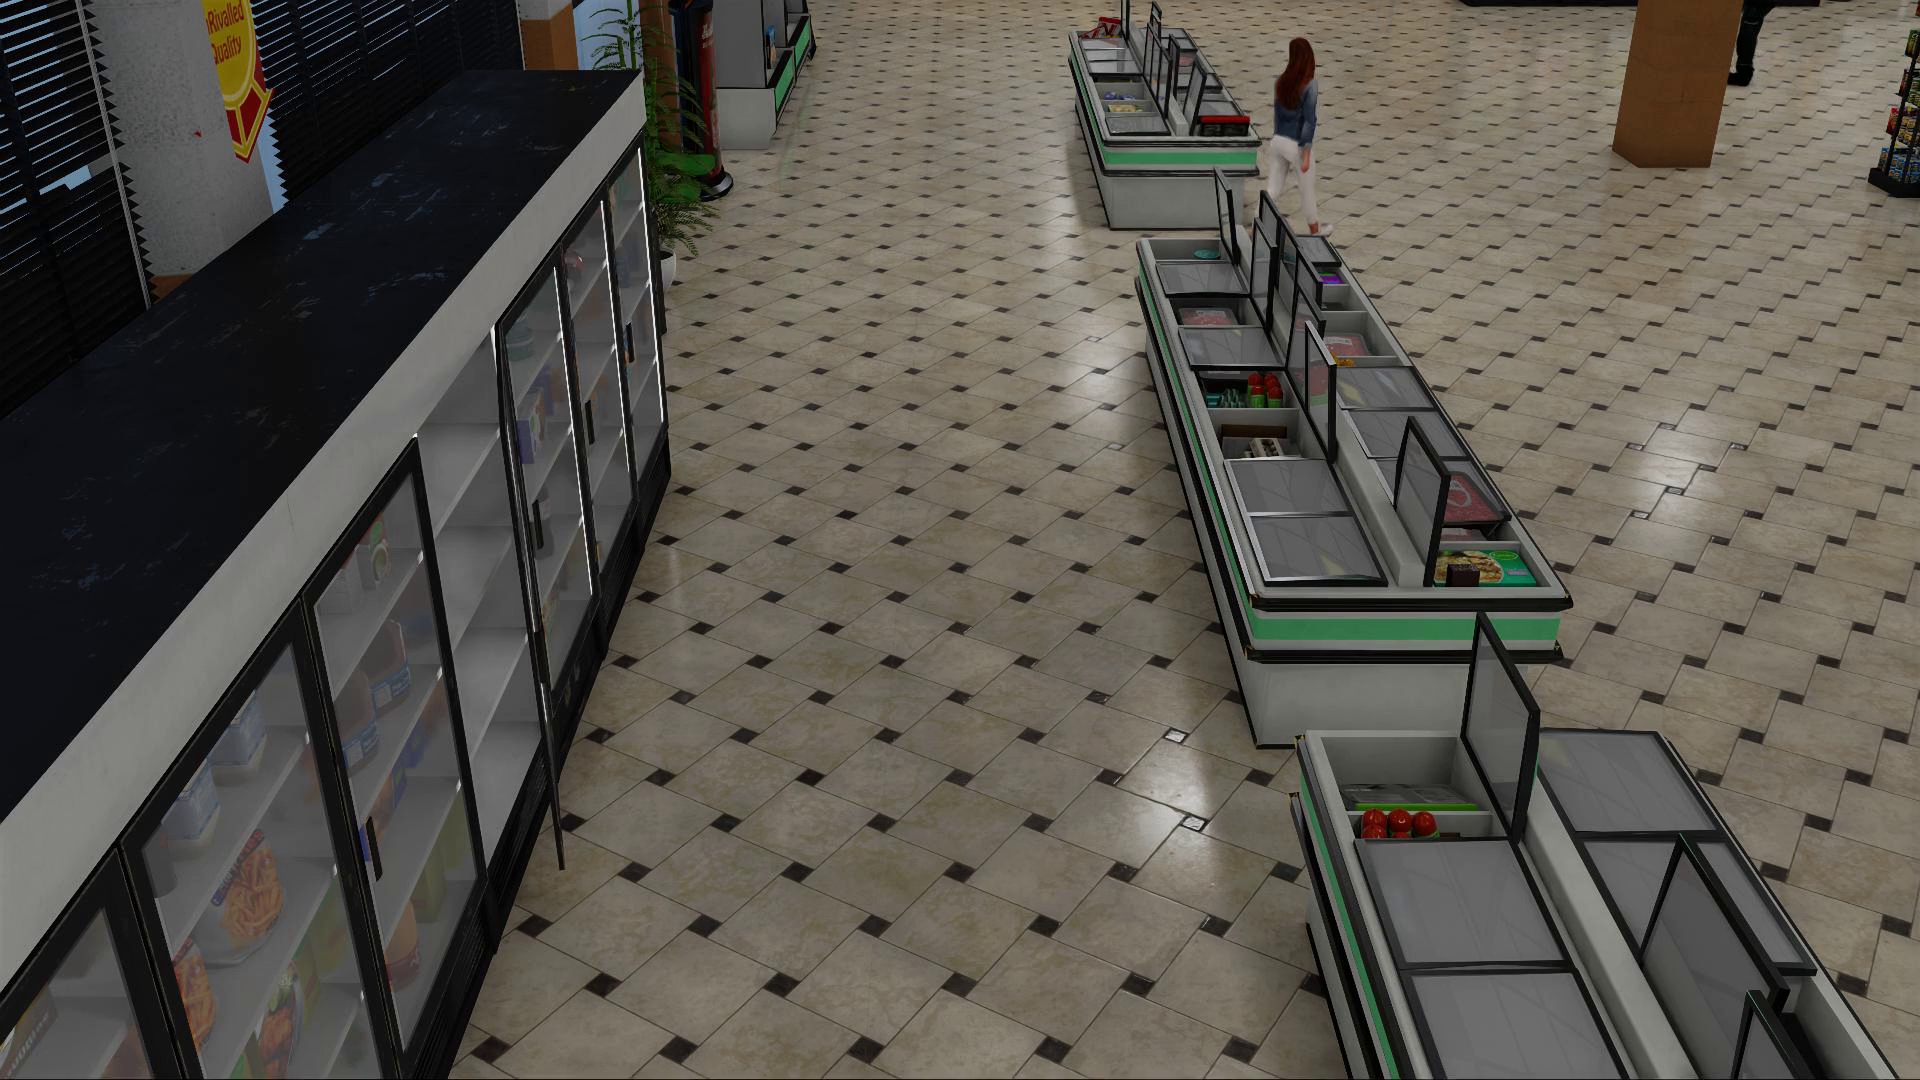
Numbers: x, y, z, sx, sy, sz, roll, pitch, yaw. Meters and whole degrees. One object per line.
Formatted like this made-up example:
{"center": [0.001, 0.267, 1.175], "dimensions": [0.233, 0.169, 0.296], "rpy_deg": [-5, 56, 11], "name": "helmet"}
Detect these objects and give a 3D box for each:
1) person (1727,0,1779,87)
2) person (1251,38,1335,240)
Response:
{"center": [9.098, -6.106, 18.913], "dimensions": [0.883, 1.831, 0.798], "rpy_deg": [18, 32, 31], "name": "person"}
{"center": [2.522, -3.028, 13.052], "dimensions": [1.105, 1.642, 1.139], "rpy_deg": [-17, 31, -29], "name": "person"}
